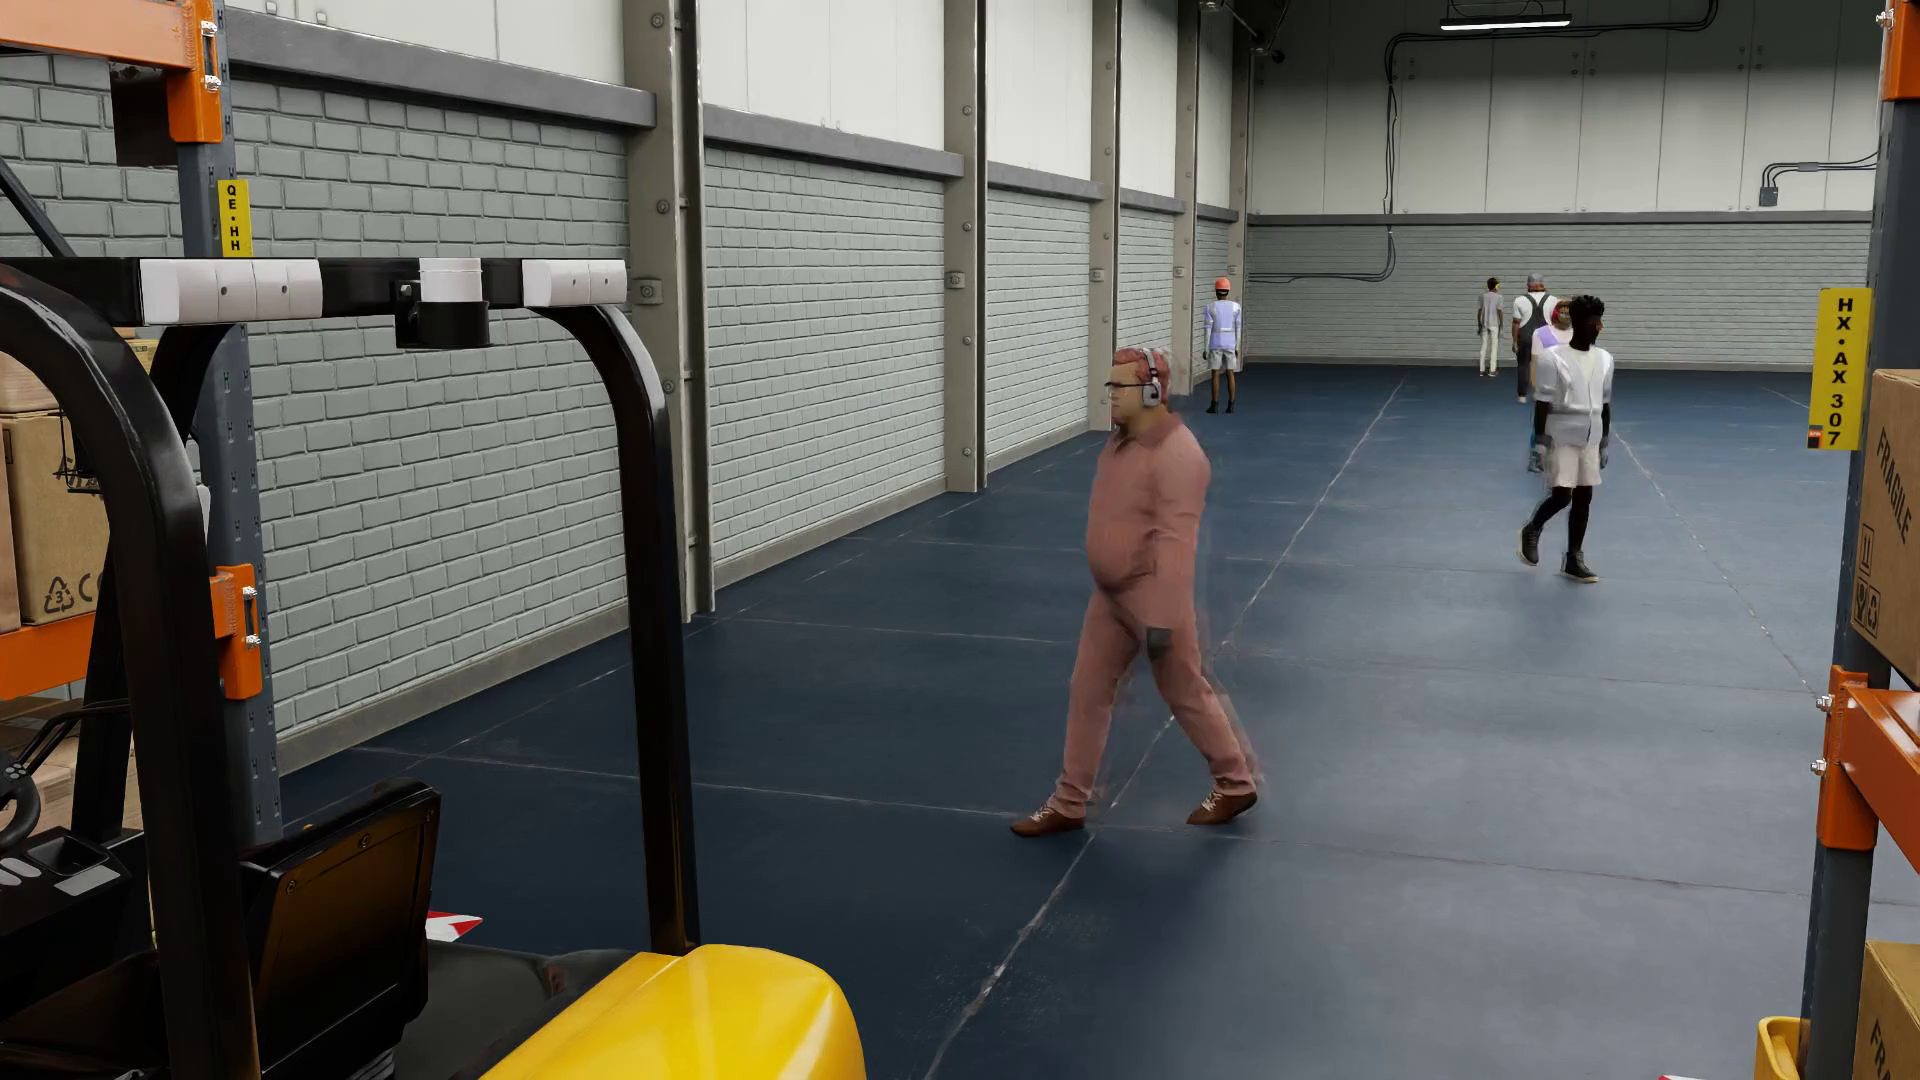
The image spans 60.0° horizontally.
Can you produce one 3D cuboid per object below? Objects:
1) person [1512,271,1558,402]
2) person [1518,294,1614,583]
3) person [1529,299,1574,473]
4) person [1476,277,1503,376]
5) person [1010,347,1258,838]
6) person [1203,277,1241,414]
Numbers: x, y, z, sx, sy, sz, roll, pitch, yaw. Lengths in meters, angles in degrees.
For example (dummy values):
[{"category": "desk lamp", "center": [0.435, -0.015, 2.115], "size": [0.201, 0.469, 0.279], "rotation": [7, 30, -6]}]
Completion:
[{"category": "person", "center": [8.751, -3.087, 25.324], "size": [0.694, 2.000, 0.770], "rotation": [1, 10, 6]}, {"category": "person", "center": [4.143, -0.693, 11.326], "size": [0.638, 1.952, 0.547], "rotation": [-3, 10, -18]}, {"category": "person", "center": [6.026, -1.532, 16.810], "size": [0.587, 1.791, 0.989], "rotation": [0, 10, 3]}, {"category": "person", "center": [9.987, -4.016, 31.419], "size": [0.384, 1.863, 0.592], "rotation": [-9, 13, -43]}, {"category": "person", "center": [0.718, 0.203, 6.276], "size": [0.977, 1.865, 0.659], "rotation": [-4, 10, -22]}, {"category": "person", "center": [3.721, -2.764, 23.703], "size": [0.543, 1.939, 0.371], "rotation": [-1, 10, -7]}]
